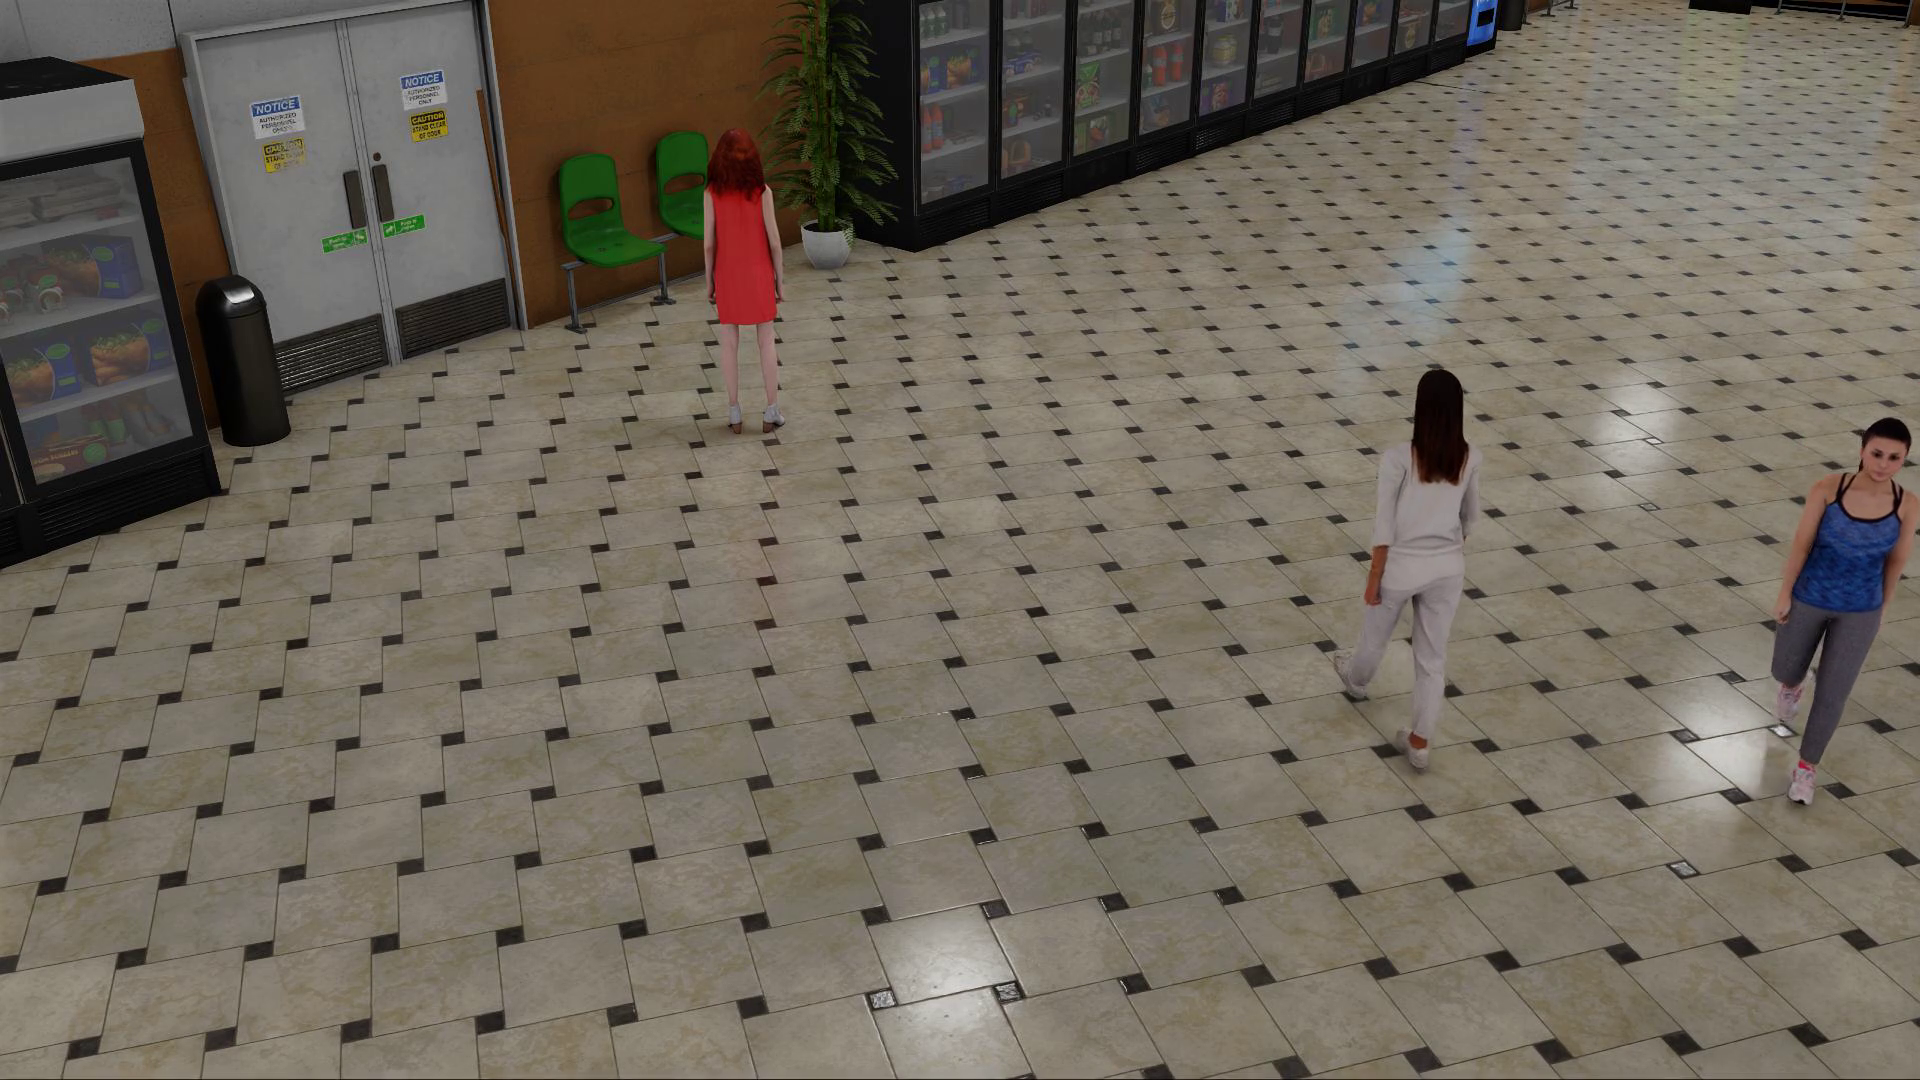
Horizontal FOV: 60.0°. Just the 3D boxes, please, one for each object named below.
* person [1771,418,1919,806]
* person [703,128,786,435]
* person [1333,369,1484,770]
[{"bbox_3d":[3.479,0.234,6.642,0.924,1.592,0.741,13,30,24],"label":"person"},{"bbox_3d":[-1.278,-1.512,9.826,0.658,1.826,0.740,0,27,1],"label":"person"},{"bbox_3d":[1.878,0.161,6.716,1.010,1.654,1.089,-4,27,-7],"label":"person"}]
